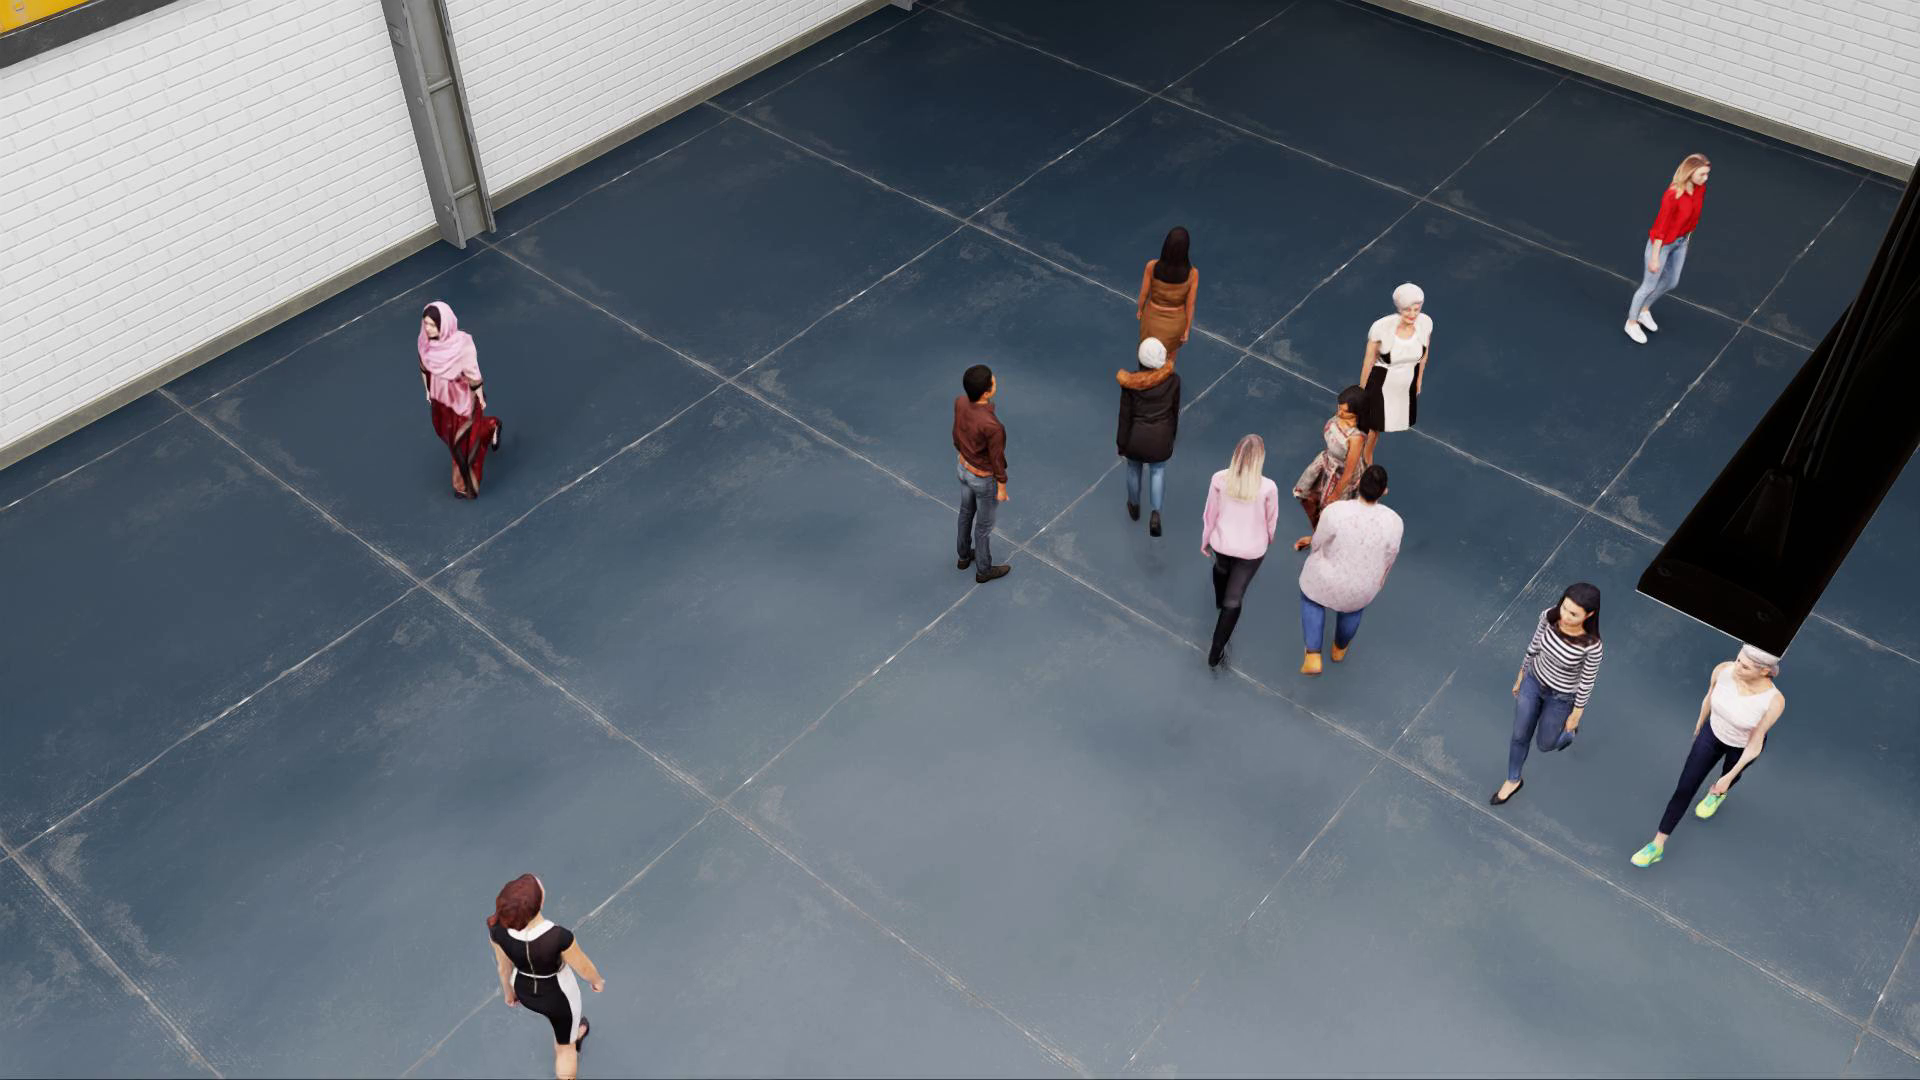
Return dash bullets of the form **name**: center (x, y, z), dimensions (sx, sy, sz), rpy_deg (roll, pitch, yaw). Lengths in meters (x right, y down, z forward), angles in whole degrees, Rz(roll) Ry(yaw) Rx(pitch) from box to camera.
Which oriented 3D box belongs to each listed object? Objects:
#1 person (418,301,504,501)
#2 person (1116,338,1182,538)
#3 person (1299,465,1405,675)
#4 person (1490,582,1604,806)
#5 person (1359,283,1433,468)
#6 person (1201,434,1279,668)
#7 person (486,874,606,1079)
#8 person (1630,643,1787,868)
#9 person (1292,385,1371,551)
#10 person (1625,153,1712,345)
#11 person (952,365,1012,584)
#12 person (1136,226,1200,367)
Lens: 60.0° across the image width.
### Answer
- **person**: center (-3.587, -1.081, 11.958), dimensions (0.808, 1.623, 0.977), rpy_deg (18, 46, 18)
- **person**: center (1.323, -0.684, 11.542), dimensions (0.899, 1.623, 0.970), rpy_deg (-2, 44, -2)
- **person**: center (2.429, 0.222, 10.509), dimensions (0.915, 1.735, 0.989), rpy_deg (8, 44, 9)
- **person**: center (3.524, 0.886, 9.783), dimensions (0.969, 1.775, 0.731), rpy_deg (-26, 49, -25)
- **person**: center (3.069, -1.162, 11.962), dimensions (0.918, 1.734, 0.965), rpy_deg (-3, 44, -3)
- **person**: center (1.769, 0.088, 10.711), dimensions (0.777, 1.651, 1.148), rpy_deg (16, 46, 16)
- **person**: center (-2.067, 2.336, 8.259), dimensions (0.827, 1.779, 0.935), rpy_deg (7, 44, 8)
- **person**: center (4.481, 1.156, 9.595), dimensions (1.221, 1.645, 0.746), rpy_deg (-29, 51, -27)
- **person**: center (2.660, -0.445, 11.295), dimensions (0.864, 1.617, 0.807), rpy_deg (-5, 44, -5)
- **person**: center (5.623, -2.357, 13.242), dimensions (0.590, 1.700, 0.760), rpy_deg (-23, 48, -22)
- **person**: center (0.123, -0.444, 11.175), dimensions (0.599, 1.782, 0.688), rpy_deg (-28, 50, -26)
- **person**: center (1.511, -1.541, 12.420), dimensions (0.960, 1.652, 1.122), rpy_deg (4, 44, 4)
